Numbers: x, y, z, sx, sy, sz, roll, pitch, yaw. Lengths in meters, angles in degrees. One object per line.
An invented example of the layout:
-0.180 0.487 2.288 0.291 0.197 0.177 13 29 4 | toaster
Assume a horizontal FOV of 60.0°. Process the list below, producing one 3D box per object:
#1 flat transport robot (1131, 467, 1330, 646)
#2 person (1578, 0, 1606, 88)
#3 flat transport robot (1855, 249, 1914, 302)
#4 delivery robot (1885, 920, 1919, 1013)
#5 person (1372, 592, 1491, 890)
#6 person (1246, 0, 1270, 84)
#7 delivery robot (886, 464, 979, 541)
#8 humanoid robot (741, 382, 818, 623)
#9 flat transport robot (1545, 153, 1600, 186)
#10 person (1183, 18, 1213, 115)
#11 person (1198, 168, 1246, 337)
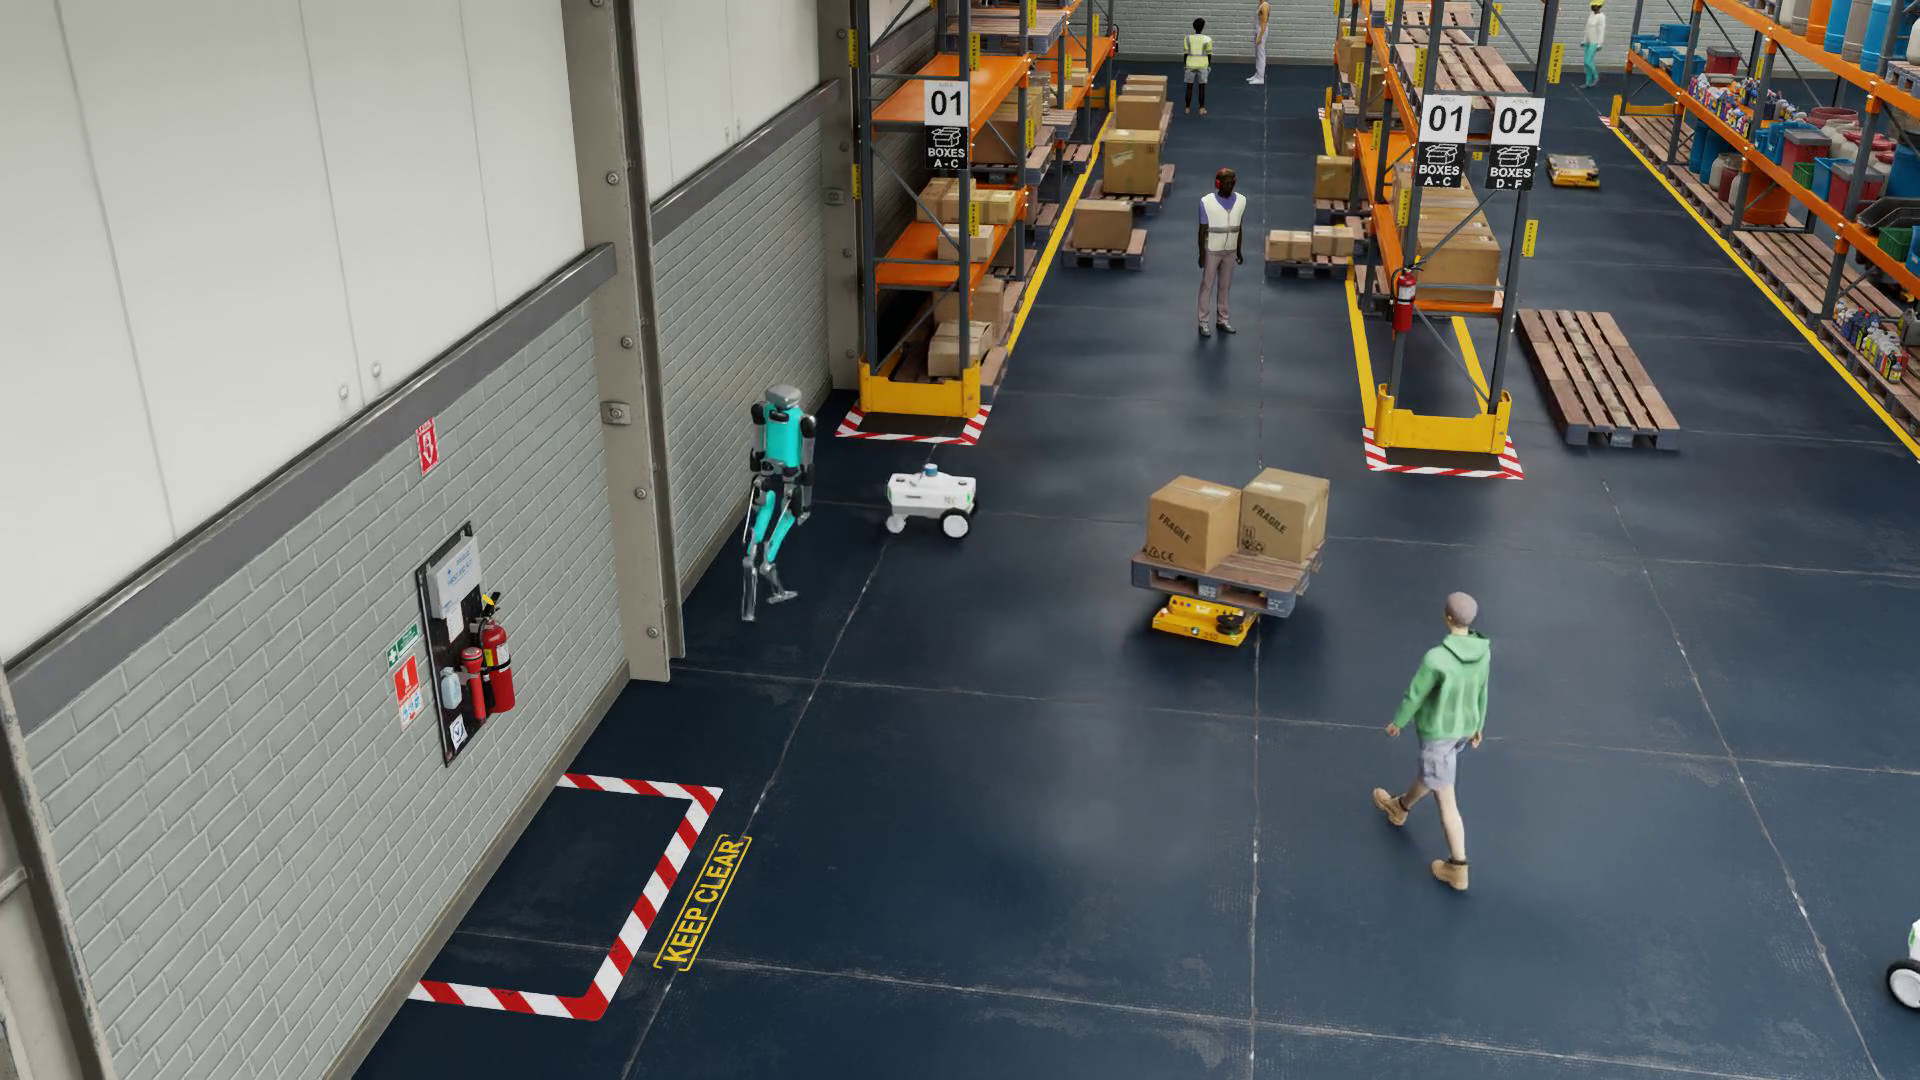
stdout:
2.005 0.365 12.577 0.659 0.231 1.431 12 27 23 | flat transport robot
12.243 -9.643 32.250 0.378 1.755 0.526 -4 25 -7 | person
11.542 -3.119 20.032 0.659 0.231 1.431 4 25 9 | flat transport robot
5.130 2.181 8.344 0.525 0.587 0.750 -17 30 -31 | delivery robot
2.695 1.063 9.397 0.467 1.690 0.923 -14 28 -27 | person
5.890 -9.966 32.803 0.367 1.864 0.510 1 25 2 | person
-0.210 -0.325 13.737 0.807 0.613 0.499 3 25 7 | delivery robot
-1.408 -0.179 12.124 0.576 1.863 0.760 12 27 23 | humanoid robot
9.384 -5.672 25.498 0.659 0.231 1.431 6 26 12 | flat transport robot
4.253 -8.487 29.830 0.535 1.699 0.318 7 26 16 | person
2.854 -3.172 18.283 0.563 1.845 0.390 -11 27 -22 | person
